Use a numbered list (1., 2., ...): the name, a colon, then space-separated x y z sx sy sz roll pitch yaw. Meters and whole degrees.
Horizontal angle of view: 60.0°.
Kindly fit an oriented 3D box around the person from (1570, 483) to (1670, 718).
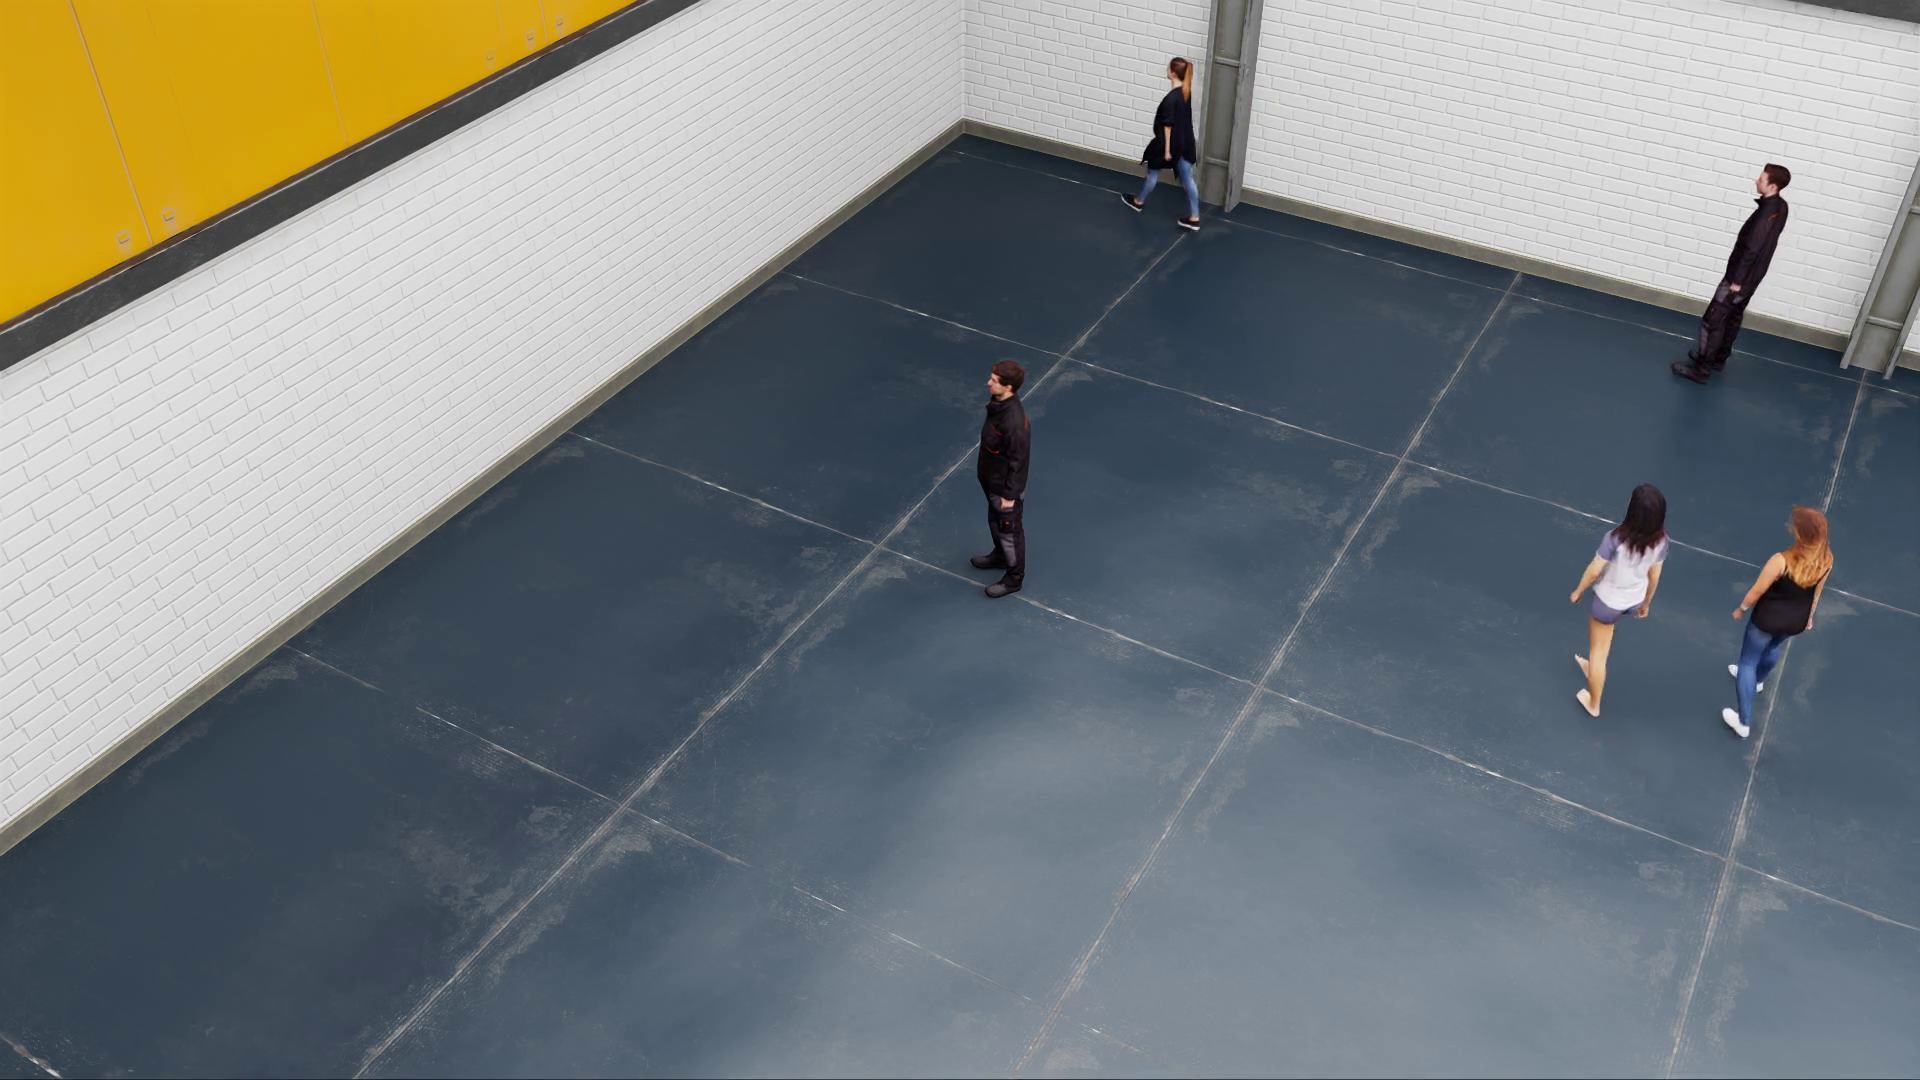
1. person: 4.142 0.433 10.411 0.814 1.718 0.872 -9 40 -11

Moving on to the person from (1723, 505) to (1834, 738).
1. person: 5.080 0.546 10.305 0.947 1.674 0.993 -4 39 -5

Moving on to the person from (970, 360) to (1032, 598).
1. person: 0.311 -0.440 11.408 0.838 1.839 0.777 -10 40 -12

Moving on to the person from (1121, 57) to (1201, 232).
1. person: 2.090 -3.668 15.614 1.153 1.632 0.780 28 47 31

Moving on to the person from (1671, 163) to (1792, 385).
1. person: 6.402 -2.164 13.514 0.731 1.904 0.758 28 46 30
